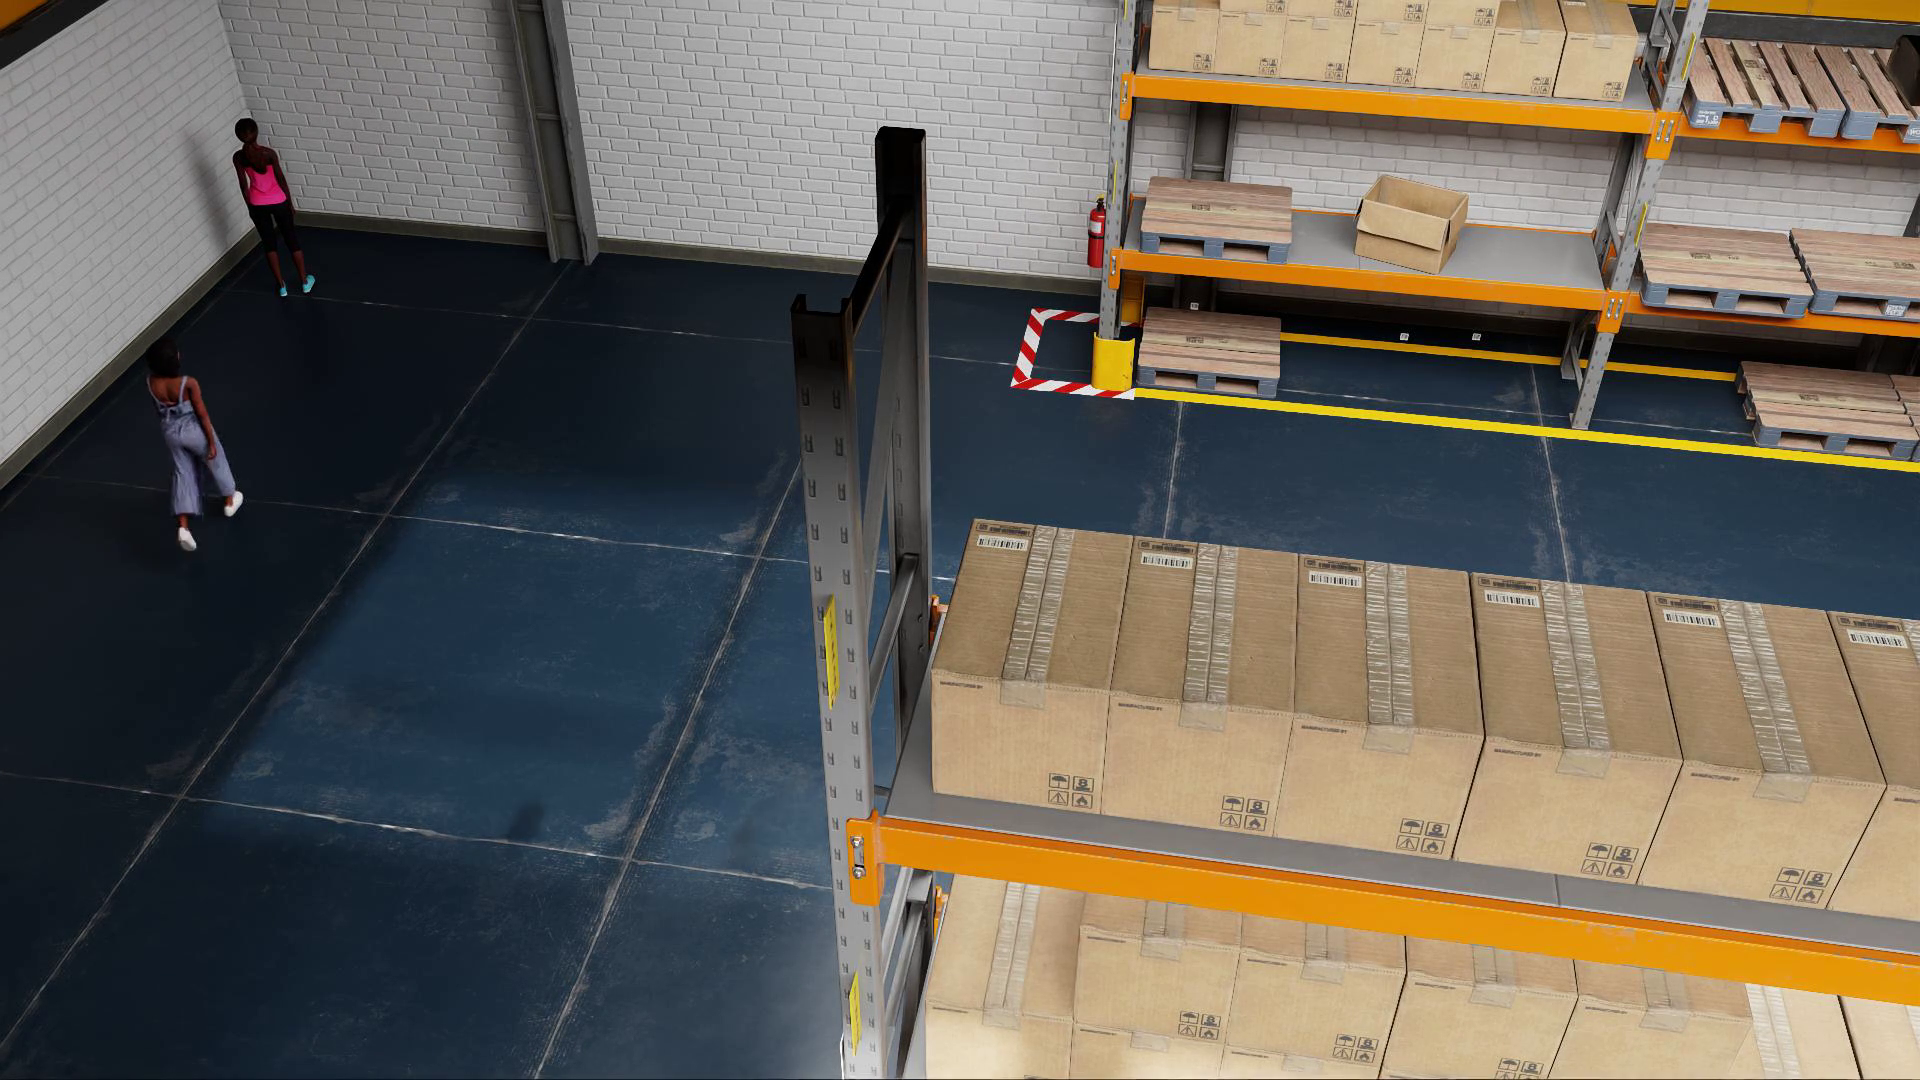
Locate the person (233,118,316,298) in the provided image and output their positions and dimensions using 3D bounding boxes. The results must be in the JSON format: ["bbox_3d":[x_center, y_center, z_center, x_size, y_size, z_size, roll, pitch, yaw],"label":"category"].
[{"bbox_3d":[-6.286,-3.032,15.143,0.611,1.723,0.701,-10,40,-12],"label":"person"}]

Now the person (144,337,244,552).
[{"bbox_3d":[-5.723,-0.701,12.265,1.062,1.672,0.776,-1,39,-1],"label":"person"}]
